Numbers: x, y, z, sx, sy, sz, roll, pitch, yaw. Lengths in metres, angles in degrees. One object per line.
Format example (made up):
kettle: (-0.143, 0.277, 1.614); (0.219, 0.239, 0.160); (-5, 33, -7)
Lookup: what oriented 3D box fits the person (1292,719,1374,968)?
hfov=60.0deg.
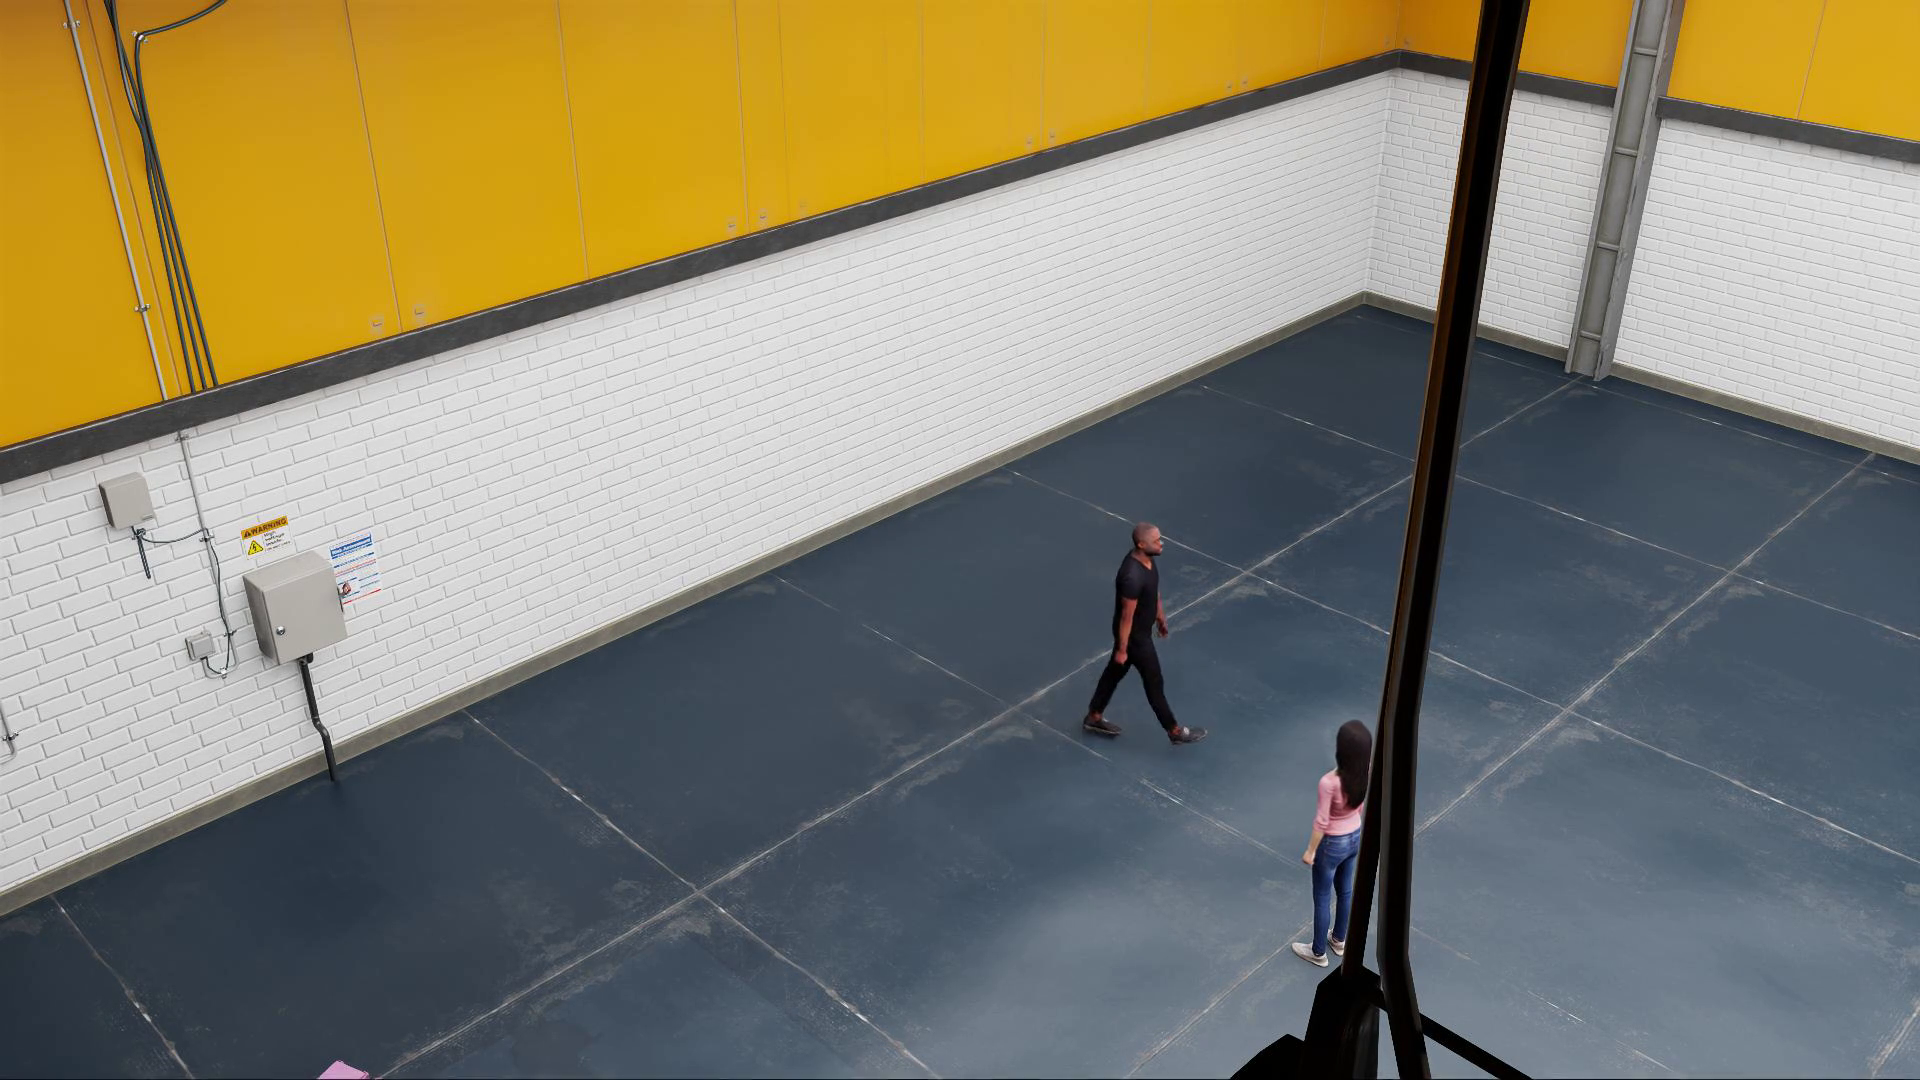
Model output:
person: (2.252, 1.800, 9.932); (0.598, 1.744, 0.560); (-19, 34, -30)

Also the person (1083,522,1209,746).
person: (1.163, 0.681, 11.951); (1.265, 1.774, 1.050); (8, 30, 14)
